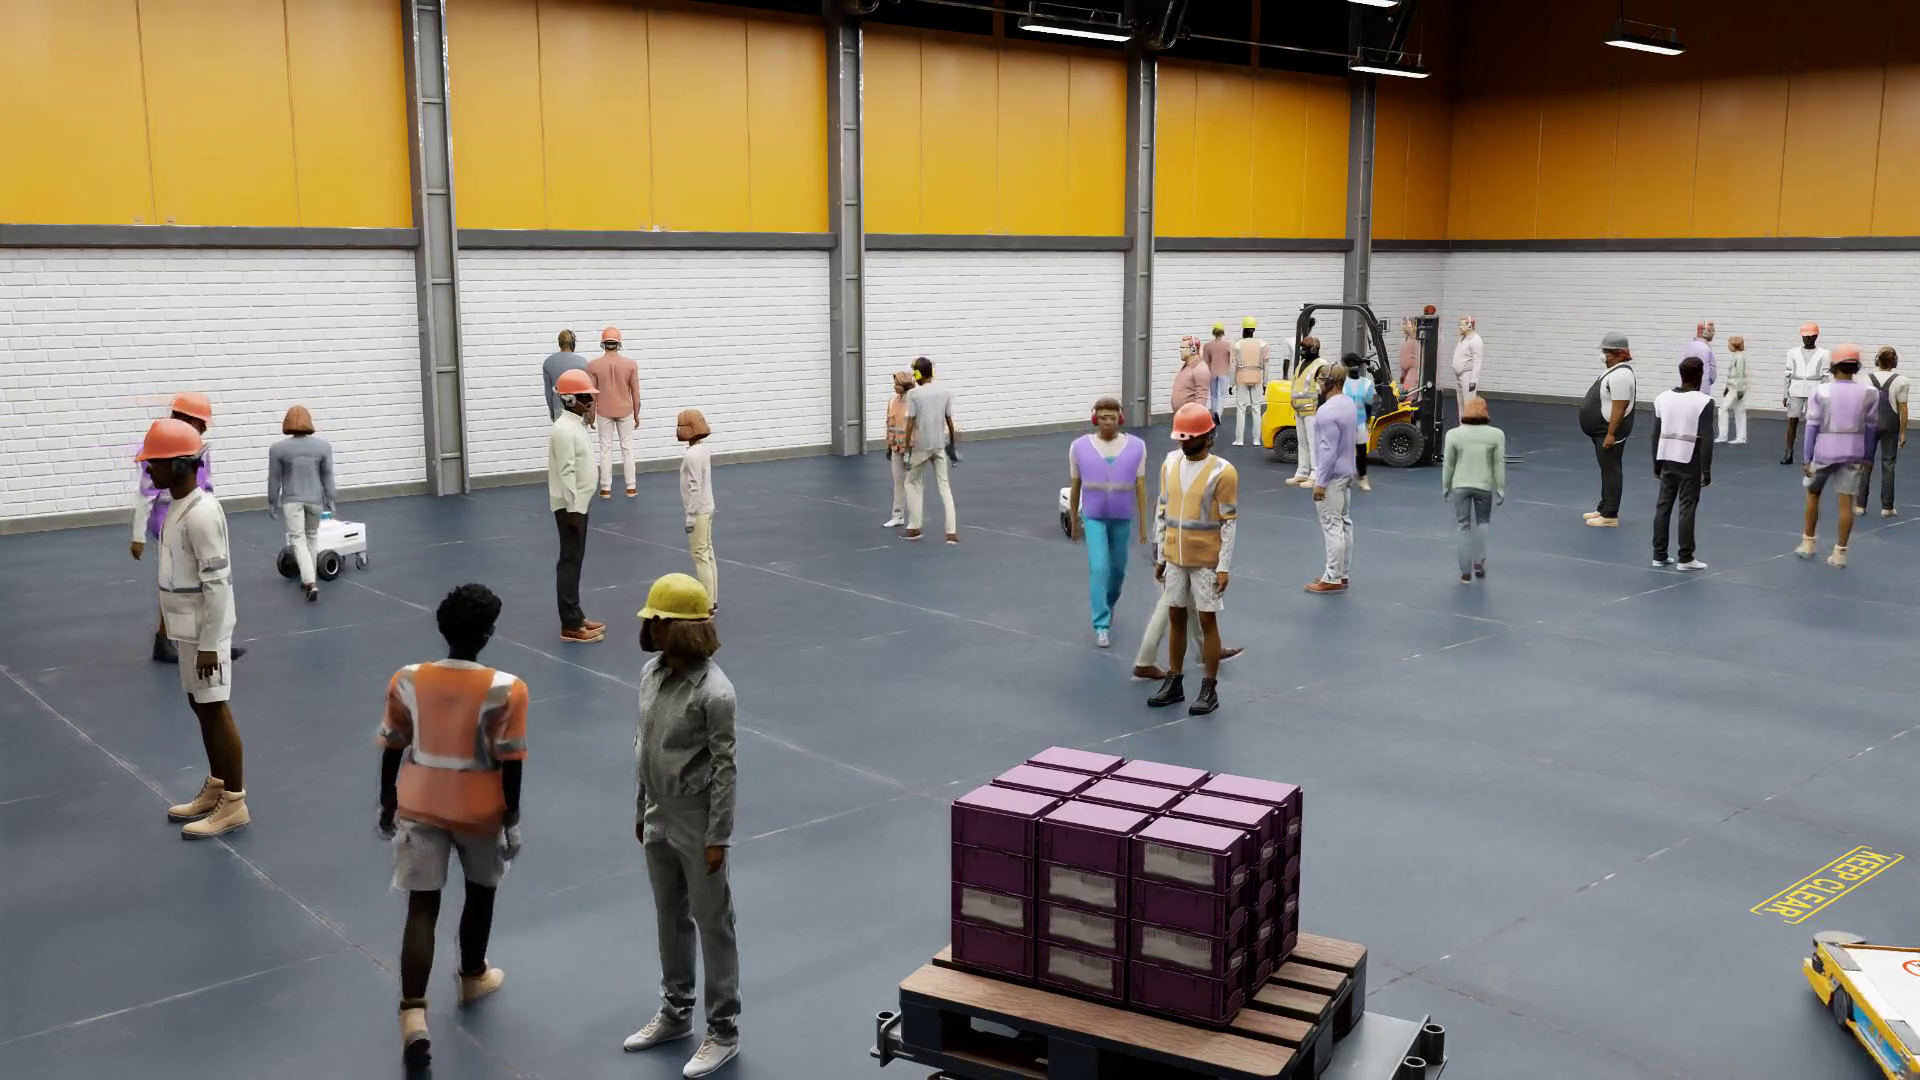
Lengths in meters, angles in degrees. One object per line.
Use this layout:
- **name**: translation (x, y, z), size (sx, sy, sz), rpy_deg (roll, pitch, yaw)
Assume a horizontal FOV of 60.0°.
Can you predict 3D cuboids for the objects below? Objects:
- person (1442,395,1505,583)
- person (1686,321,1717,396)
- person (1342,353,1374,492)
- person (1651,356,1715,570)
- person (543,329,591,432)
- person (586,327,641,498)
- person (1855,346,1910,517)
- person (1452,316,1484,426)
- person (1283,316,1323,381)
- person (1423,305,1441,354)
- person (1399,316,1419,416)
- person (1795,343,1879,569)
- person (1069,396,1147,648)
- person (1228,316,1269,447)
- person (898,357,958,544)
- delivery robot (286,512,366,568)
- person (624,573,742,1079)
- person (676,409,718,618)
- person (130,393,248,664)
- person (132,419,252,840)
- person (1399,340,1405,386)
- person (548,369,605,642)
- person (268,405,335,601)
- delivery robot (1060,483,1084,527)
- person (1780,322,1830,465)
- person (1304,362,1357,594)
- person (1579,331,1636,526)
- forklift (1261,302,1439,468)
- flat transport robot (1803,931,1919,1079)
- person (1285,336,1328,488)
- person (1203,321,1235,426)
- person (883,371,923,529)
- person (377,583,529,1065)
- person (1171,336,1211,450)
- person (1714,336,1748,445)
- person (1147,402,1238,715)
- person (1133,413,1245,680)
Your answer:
- **person**: translation (4.428, -0.439, 14.373), size (0.521, 1.613, 0.424), rpy_deg (3, 10, 15)
- **person**: translation (10.499, -2.150, 23.566), size (0.403, 1.906, 0.651), rpy_deg (1, 10, 8)
- **person**: translation (4.682, -1.402, 19.854), size (0.538, 1.669, 0.421), rpy_deg (0, 10, -3)
- **person**: translation (6.492, -0.689, 14.983), size (0.393, 1.916, 0.590), rpy_deg (-6, 11, -30)
- **person**: translation (-4.698, -1.561, 20.022), size (0.632, 1.940, 0.372), rpy_deg (3, 10, 19)
- **person**: translation (-4.030, -1.482, 19.395), size (0.612, 1.995, 0.376), rpy_deg (-3, 10, -16)
- **person**: translation (9.968, -1.170, 18.011), size (0.505, 1.846, 0.346), rpy_deg (7, 12, 37)
- **person**: translation (7.704, -2.458, 25.369), size (0.403, 1.906, 0.651), rpy_deg (-1, 10, -4)
- **person**: translation (5.217, -2.452, 25.346), size (0.608, 1.898, 0.976), rpy_deg (2, 10, 11)
- **person**: translation (8.890, -3.511, 31.598), size (0.355, 1.885, 0.575), rpy_deg (9, 13, 42)
- **person**: translation (7.218, -2.637, 26.551), size (0.461, 1.872, 0.671), rpy_deg (1, 10, 4)
- **person**: translation (8.004, -0.779, 15.200), size (0.615, 2.015, 0.808), rpy_deg (3, 10, 15)
- **person**: translation (1.083, -0.174, 12.285), size (0.571, 1.808, 0.873), rpy_deg (0, 10, -3)
- **person**: translation (4.265, -2.341, 24.615), size (0.594, 1.928, 0.363), rpy_deg (-1, 10, -4)
- **person**: translation (-0.319, -0.874, 16.372), size (0.648, 1.809, 0.795), rpy_deg (-6, 11, -29)
- **delivery robot**: translation (-5.589, -0.005, 14.683), size (0.477, 0.478, 0.707), rpy_deg (4, 10, 21)
- **person**: translation (-0.965, 0.973, 5.756), size (0.487, 1.746, 0.289), rpy_deg (8, 13, 41)
- **person**: translation (-2.050, -0.201, 12.950), size (0.267, 1.632, 0.507), rpy_deg (0, 10, 2)
- **person**: translation (-5.270, -0.056, 11.400), size (0.878, 1.874, 0.627), rpy_deg (3, 10, 16)
- **person**: translation (-3.728, 0.429, 8.065), size (0.391, 2.040, 0.615), rpy_deg (-7, 12, -34)
- **person**: translation (7.554, -2.770, 27.612), size (0.533, 1.765, 0.329), rpy_deg (4, 11, 24)
- **person**: translation (-2.818, -0.256, 12.218), size (0.387, 1.996, 0.611), rpy_deg (-1, 10, -6)
- **person**: translation (-5.407, -0.311, 13.691), size (0.508, 1.599, 0.803), rpy_deg (-7, 12, -34)
- **delivery robot**: translation (1.262, -0.388, 16.928), size (0.477, 0.478, 0.707), rpy_deg (-2, 10, -12)
- **person**: translation (11.376, -1.965, 22.390), size (0.549, 1.937, 0.358), rpy_deg (6, 12, 33)
- **person**: translation (3.109, -0.513, 13.889), size (0.375, 1.939, 0.628), rpy_deg (6, 11, 30)
- **person**: translation (6.763, -1.167, 17.417), size (0.537, 2.000, 0.682), rpy_deg (3, 10, 17)
- **forklift**: translation (5.320, -2.157, 22.763), size (2.313, 2.155, 1.214), rpy_deg (3, 10, 16)
- **flat transport robot**: translation (3.471, 1.718, 5.701), size (0.652, 0.197, 1.431), rpy_deg (2, 10, 10)
- **person**: translation (4.246, -1.559, 20.293), size (0.430, 1.845, 0.619), rpy_deg (-3, 10, -17)
- **person**: translation (4.253, -2.738, 27.451), size (0.533, 1.745, 0.691), rpy_deg (4, 11, 23)
- **person**: translation (-0.558, -0.920, 17.154), size (0.515, 1.636, 0.314), rpy_deg (9, 13, 41)
- **person**: translation (-1.834, 0.992, 5.926), size (0.576, 1.657, 0.836), rpy_deg (1, 10, 3)
- **person**: translation (2.624, -1.391, 19.122), size (0.410, 1.908, 0.643), rpy_deg (-2, 10, -13)
- **person**: translation (11.509, -2.232, 24.873), size (0.636, 1.610, 0.531), rpy_deg (4, 11, 23)
- **person**: translation (1.427, 0.113, 10.257), size (0.543, 1.928, 0.371), rpy_deg (8, 13, 39)
- **person**: translation (1.546, 0.035, 11.047), size (0.826, 1.819, 0.541), rpy_deg (-2, 10, -9)
